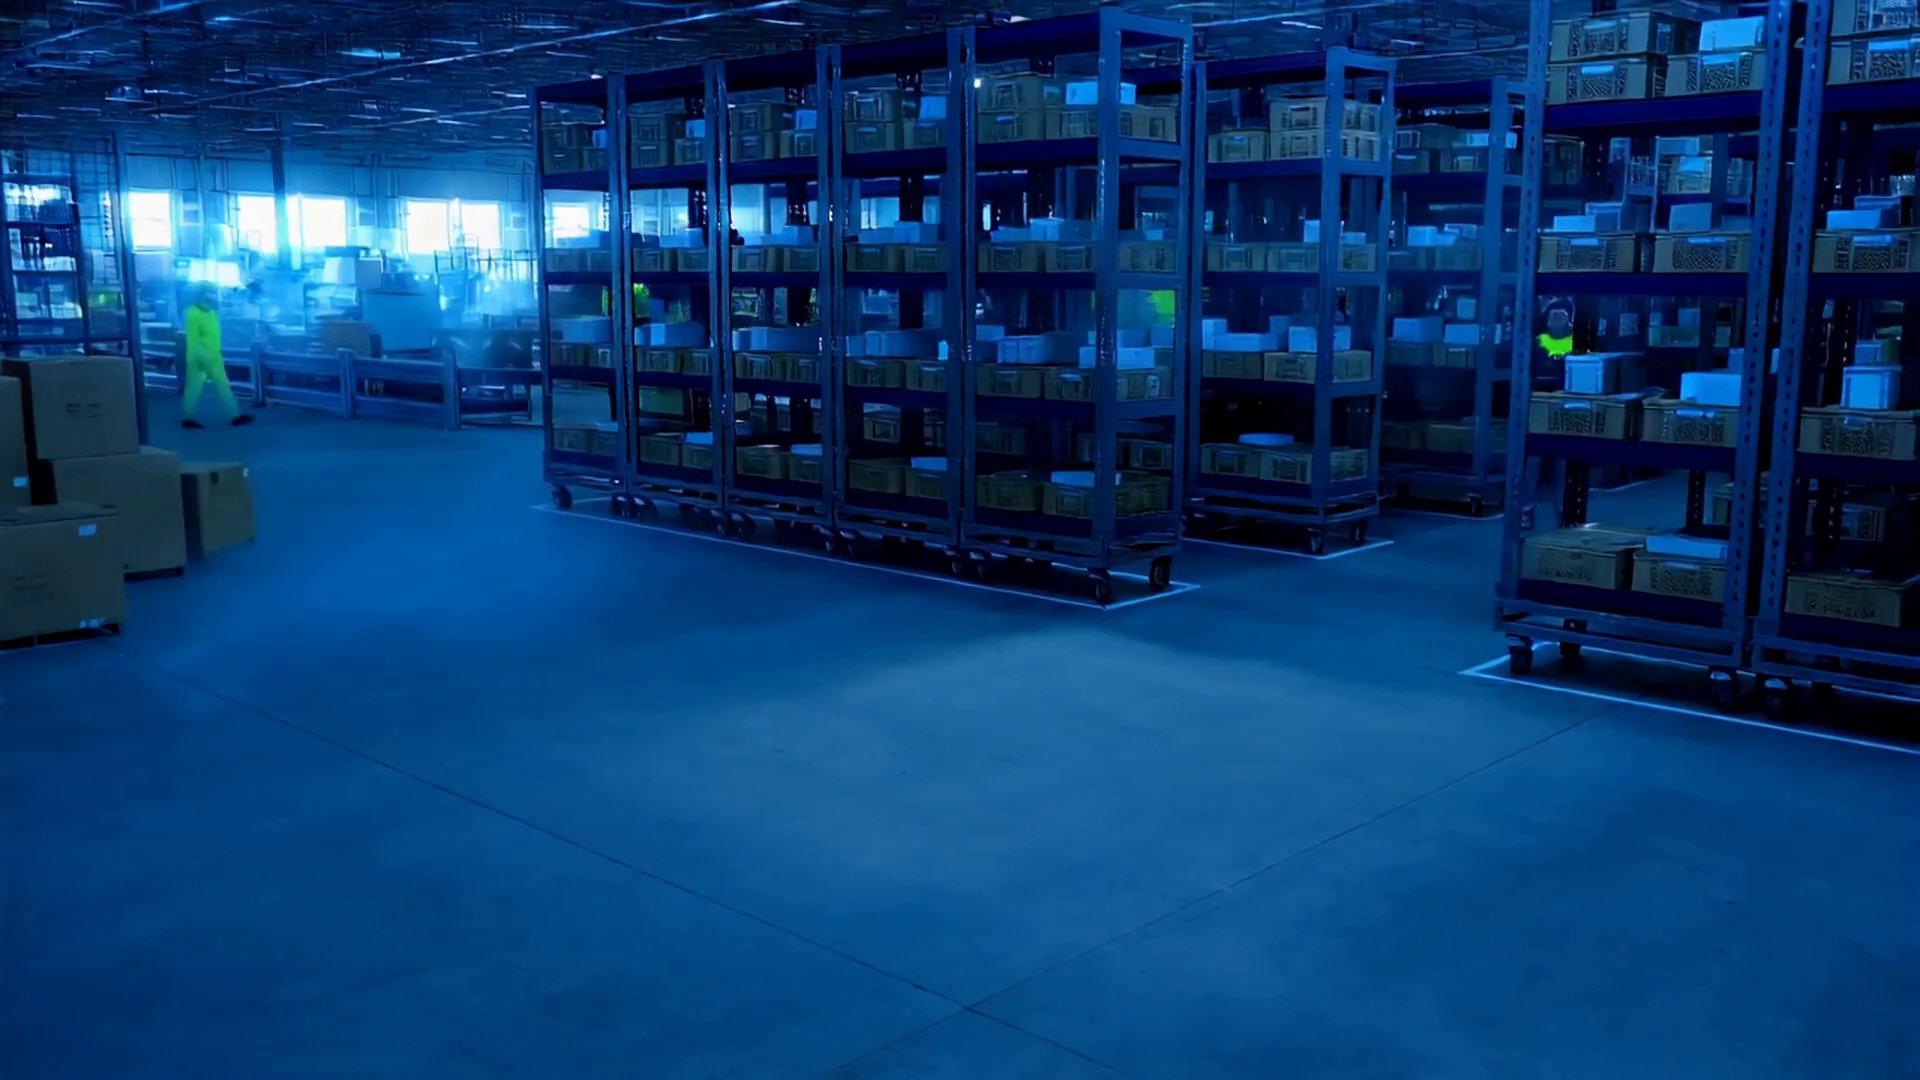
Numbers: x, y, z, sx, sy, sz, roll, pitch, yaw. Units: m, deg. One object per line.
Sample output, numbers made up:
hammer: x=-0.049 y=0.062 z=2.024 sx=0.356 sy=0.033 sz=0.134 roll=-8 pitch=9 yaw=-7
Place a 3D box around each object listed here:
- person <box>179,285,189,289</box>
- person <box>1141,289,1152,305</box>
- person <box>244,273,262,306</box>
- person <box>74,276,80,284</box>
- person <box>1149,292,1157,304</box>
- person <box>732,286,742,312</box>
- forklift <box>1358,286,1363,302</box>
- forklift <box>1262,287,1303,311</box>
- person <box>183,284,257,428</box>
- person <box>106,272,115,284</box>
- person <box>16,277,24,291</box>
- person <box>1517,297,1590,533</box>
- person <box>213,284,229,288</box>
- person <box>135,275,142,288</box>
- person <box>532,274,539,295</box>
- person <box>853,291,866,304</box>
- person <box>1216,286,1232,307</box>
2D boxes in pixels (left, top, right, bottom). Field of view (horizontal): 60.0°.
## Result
person: x=-36.942 y=-11.772 z=79.075 sx=0.546 sy=1.923 sz=0.476 roll=1 pitch=9 yaw=4
person: x=3.772 y=-4.448 z=34.682 sx=0.529 sy=1.743 sz=0.718 roll=6 pitch=11 yaw=31
person: x=-23.211 y=-7.787 z=54.564 sx=0.642 sy=1.931 sz=0.679 roll=6 pitch=11 yaw=33
person: x=-45.110 y=-12.830 z=85.309 sx=0.375 sy=1.997 sz=0.611 roll=4 pitch=10 yaw=24
person: x=5.727 y=-6.859 z=49.618 sx=0.318 sy=1.697 sz=0.535 roll=-1 pitch=9 yaw=-8
person: x=-6.766 y=-6.968 z=50.604 sx=0.712 sy=1.602 sz=0.504 roll=5 pitch=11 yaw=29
forklift: x=11.100 y=-7.017 z=46.970 sx=1.873 sy=2.768 sz=1.129 roll=9 pitch=13 yaw=43
forklift: x=10.769 y=-8.203 z=54.240 sx=1.129 sy=2.768 sz=1.873 roll=8 pitch=12 yaw=42
person: x=-9.736 y=-2.383 z=21.667 sx=0.963 sy=1.861 sz=0.671 roll=1 pitch=9 yaw=7
person: x=-41.363 y=-12.104 z=81.158 sx=0.734 sy=1.900 sz=0.592 roll=0 pitch=9 yaw=-1
person: x=-35.233 y=-9.027 z=62.535 sx=0.540 sy=1.825 sz=0.895 roll=2 pitch=9 yaw=11
person: x=4.647 y=-0.970 z=13.044 sx=0.565 sy=1.850 sz=0.390 roll=4 pitch=10 yaw=21
person: x=-26.524 y=-8.629 z=59.763 sx=0.547 sy=1.928 sz=0.385 roll=-2 pitch=10 yaw=-14
person: x=-27.637 y=-7.964 z=55.747 sx=0.633 sy=1.902 sz=0.456 roll=6 pitch=11 yaw=33
person: x=-17.531 y=-10.135 z=69.236 sx=0.534 sy=1.853 sz=0.643 roll=-2 pitch=9 yaw=-11
person: x=-4.125 y=-9.871 z=68.137 sx=0.547 sy=1.685 sz=0.322 roll=-4 pitch=10 yaw=-23
person: x=4.281 y=-3.230 z=26.609 sx=0.605 sy=1.944 sz=0.402 roll=3 pitch=10 yaw=18
